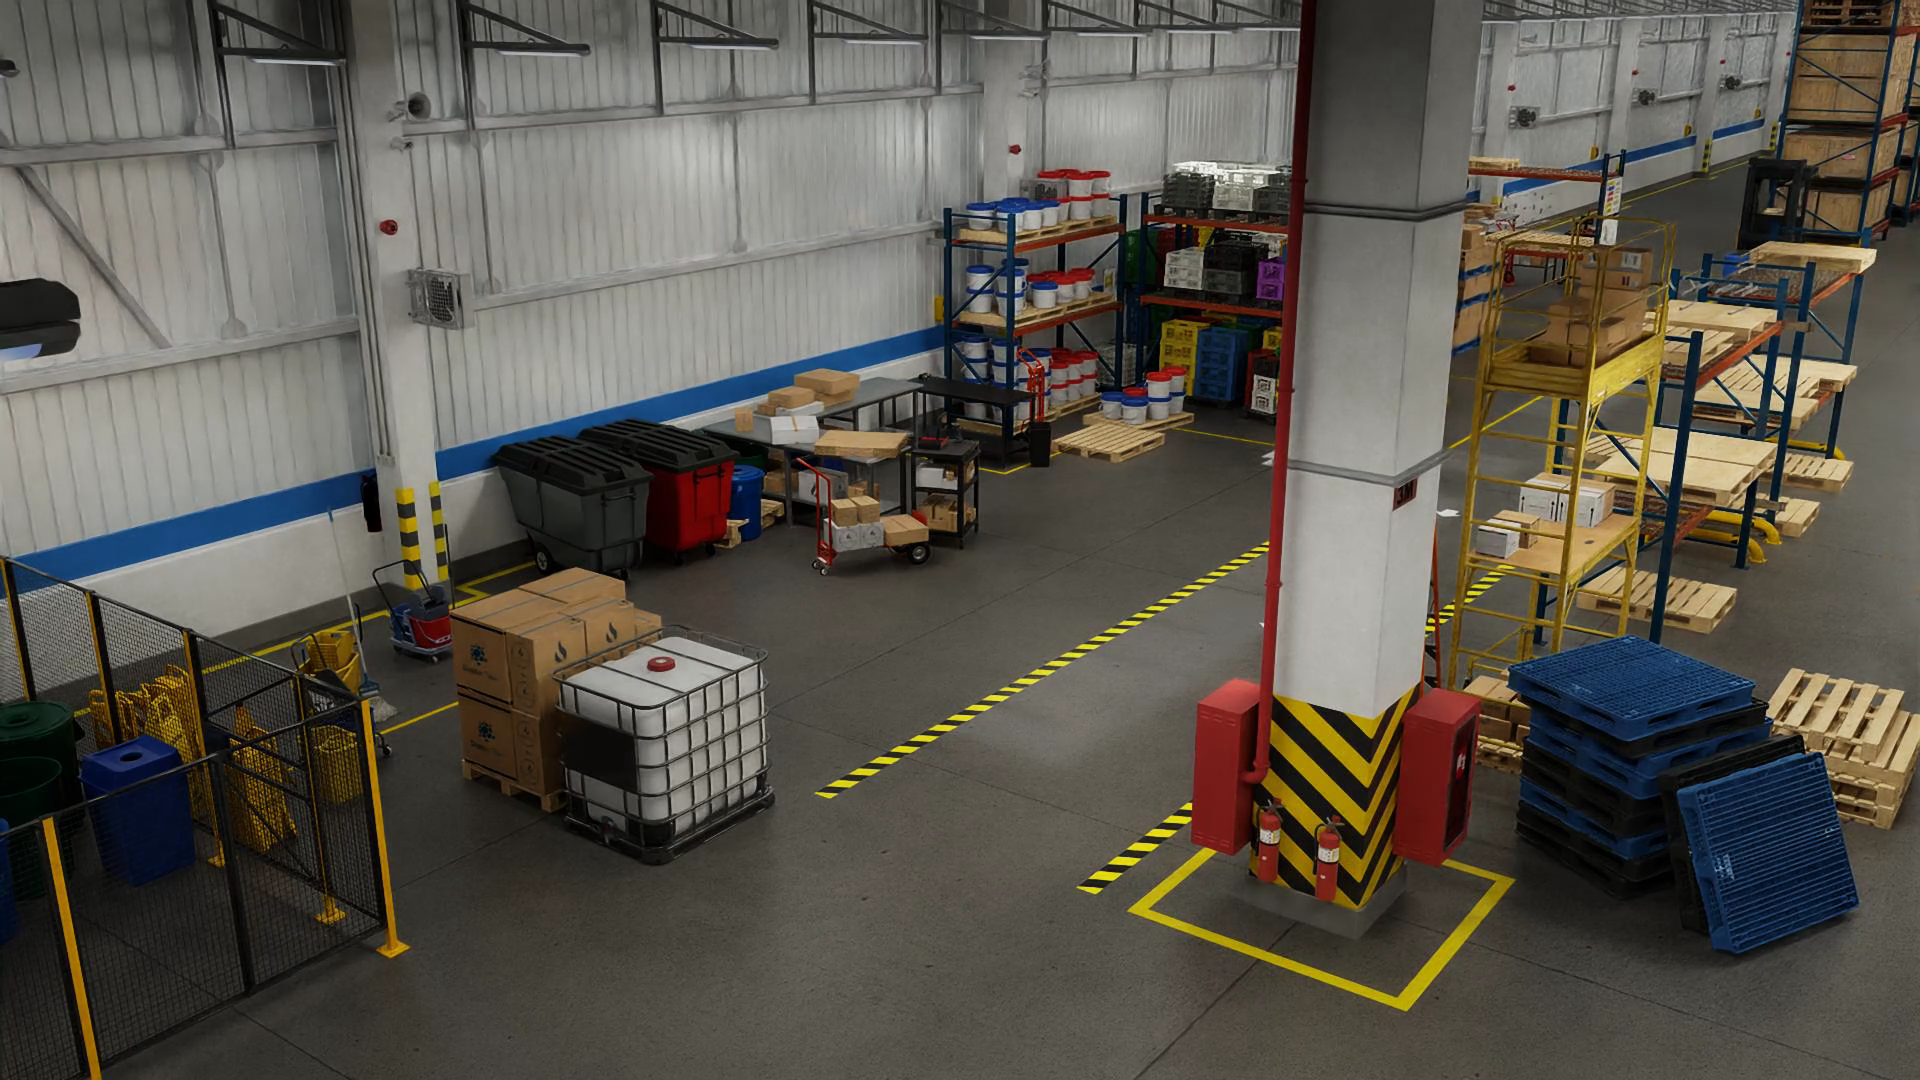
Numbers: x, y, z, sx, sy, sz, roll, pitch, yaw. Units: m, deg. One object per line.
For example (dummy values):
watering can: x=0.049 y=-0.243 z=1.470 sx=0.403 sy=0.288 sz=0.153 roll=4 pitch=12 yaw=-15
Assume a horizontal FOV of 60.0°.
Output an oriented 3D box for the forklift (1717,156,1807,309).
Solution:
forklift: x=15.179 y=-5.771 z=31.283 sx=1.129 sy=2.768 sz=1.873 roll=13 pitch=22 yaw=34
